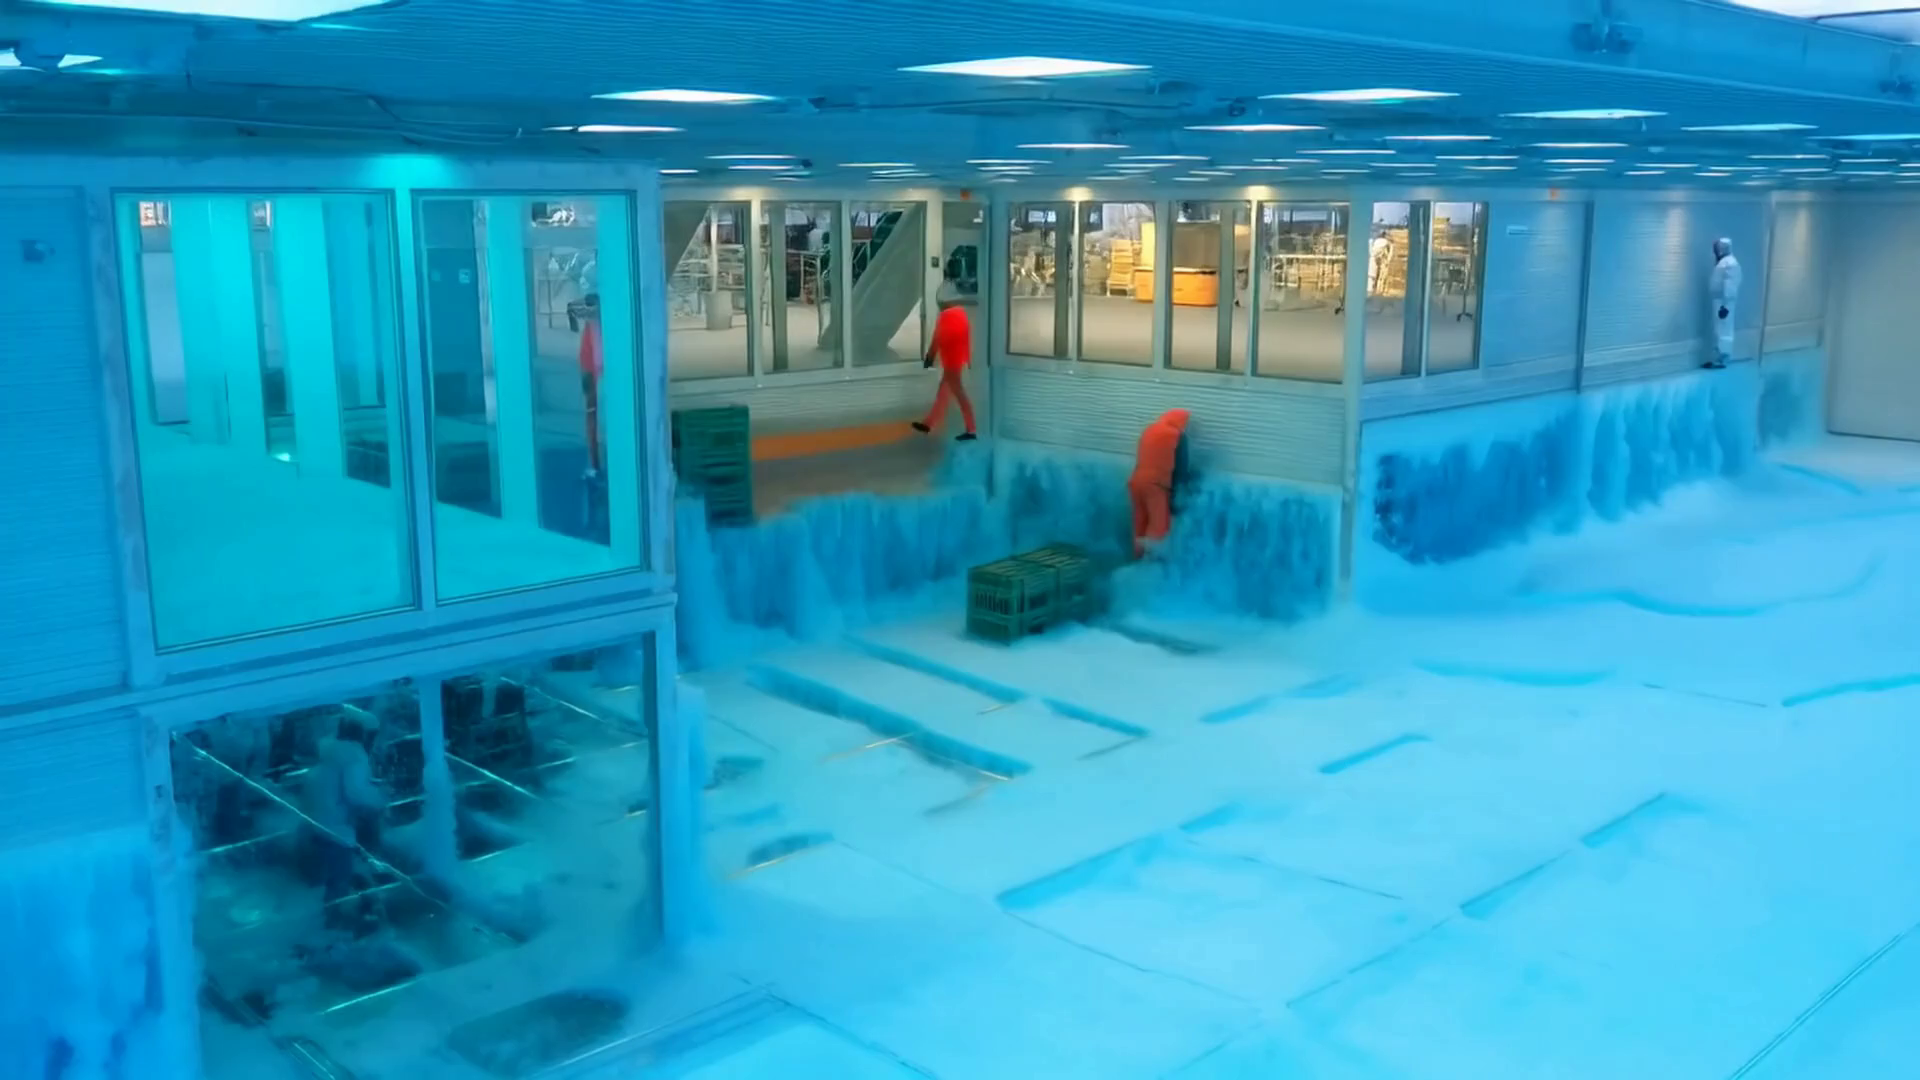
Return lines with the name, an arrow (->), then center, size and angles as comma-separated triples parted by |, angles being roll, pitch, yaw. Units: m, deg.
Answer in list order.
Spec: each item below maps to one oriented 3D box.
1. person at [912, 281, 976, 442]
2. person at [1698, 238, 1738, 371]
person -> -0.166, -1.790, 16.699 | 0.825, 1.585, 0.523 | 6, 13, 28
person -> 10.890, -3.372, 23.868 | 0.400, 1.905, 0.643 | 3, 12, 13
